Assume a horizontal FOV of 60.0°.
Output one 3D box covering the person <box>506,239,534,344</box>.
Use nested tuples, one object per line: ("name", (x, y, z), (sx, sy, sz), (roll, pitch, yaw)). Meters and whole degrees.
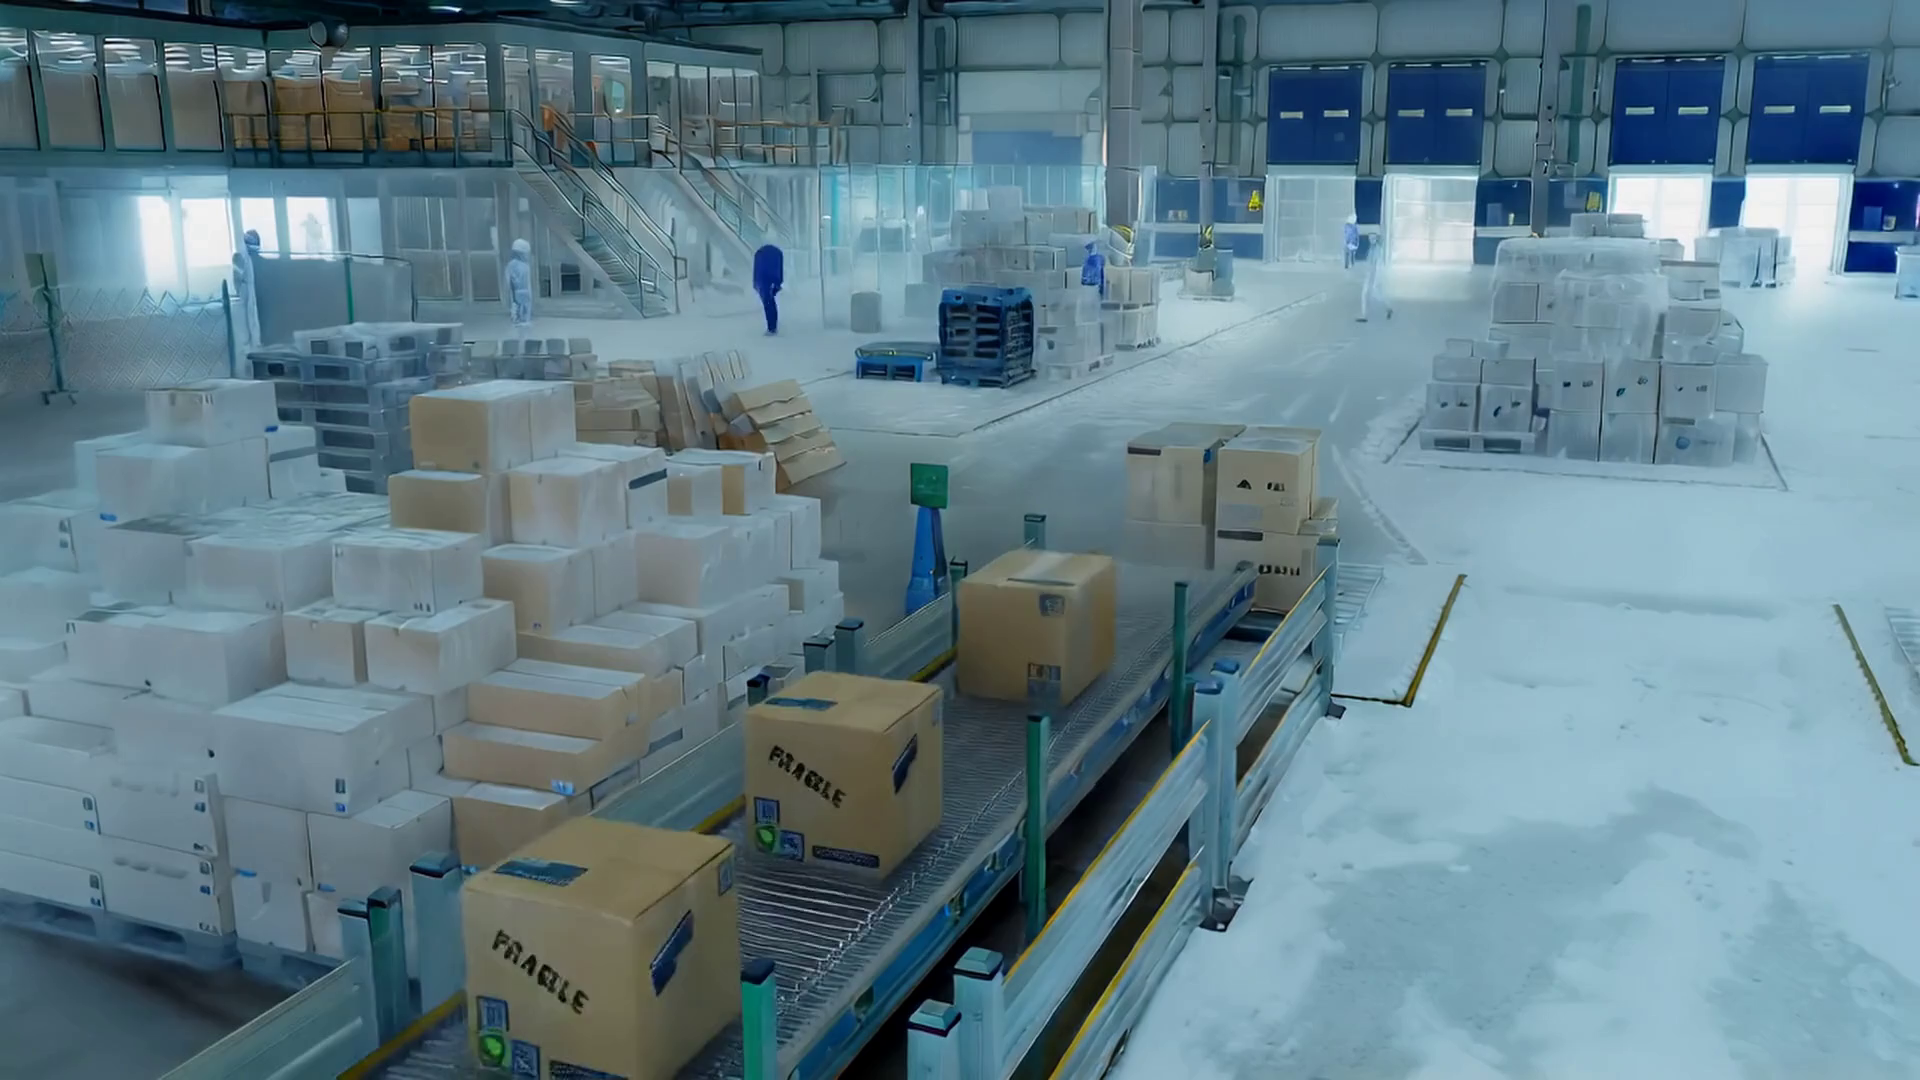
("person", (-6.839, -3.727, 26.038), (0.362, 1.935, 0.551), (3, 13, 14))

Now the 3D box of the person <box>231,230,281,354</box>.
("person", (-11.607, -4.100, 27.477), (0.676, 2.000, 0.536), (-2, 13, -8))

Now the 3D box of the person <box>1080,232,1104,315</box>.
("person", (2.072, -3.849, 26.365), (0.392, 2.035, 0.605), (3, 13, 15))

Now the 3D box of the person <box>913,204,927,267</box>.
("person", (-1.189, -9.512, 51.963), (0.615, 1.945, 0.404), (-11, 17, -41))

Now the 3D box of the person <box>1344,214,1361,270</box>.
("person", (11.856, -9.012, 50.296), (0.531, 1.692, 0.320), (-1, 13, -6))

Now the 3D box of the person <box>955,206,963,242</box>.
("person", (-0.006, -8.455, 47.116), (0.623, 1.992, 0.396), (4, 13, 19))

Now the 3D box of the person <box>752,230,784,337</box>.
("person", (-3.511, -4.663, 30.263), (0.651, 1.922, 0.486), (-12, 17, -43))

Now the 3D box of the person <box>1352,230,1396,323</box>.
("person", (8.224, -5.203, 32.867), (0.782, 1.852, 0.523), (1, 13, 6))
